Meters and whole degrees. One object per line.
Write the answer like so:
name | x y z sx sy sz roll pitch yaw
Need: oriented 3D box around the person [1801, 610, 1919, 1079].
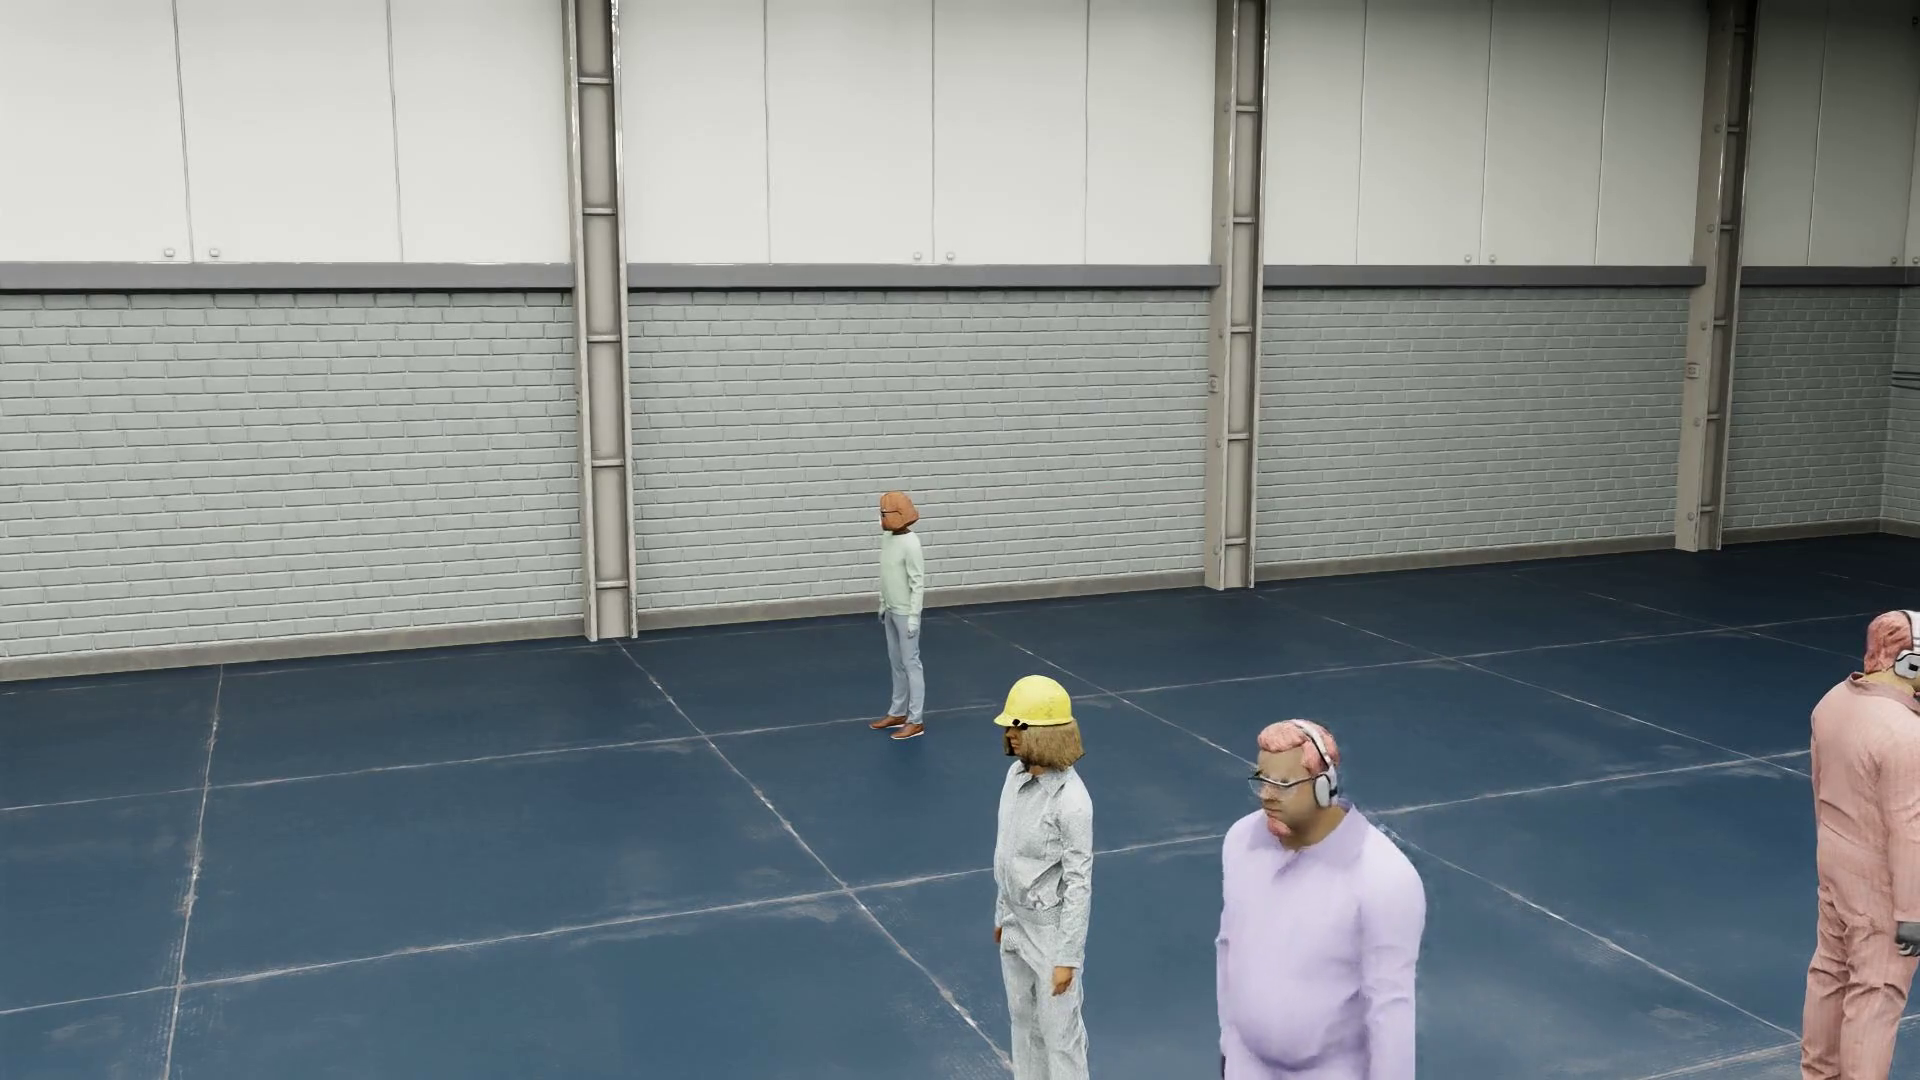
person | 3.183 1.179 5.746 0.407 1.906 0.638 1 9 3

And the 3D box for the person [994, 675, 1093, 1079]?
person | 0.252 1.299 5.494 0.294 1.744 0.487 -5 10 -28

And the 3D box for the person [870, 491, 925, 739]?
person | -0.398 0.487 10.937 0.285 1.632 0.499 -4 10 -26

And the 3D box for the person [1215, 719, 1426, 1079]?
person | 0.965 1.387 4.497 0.657 1.883 0.662 -7 12 -39
